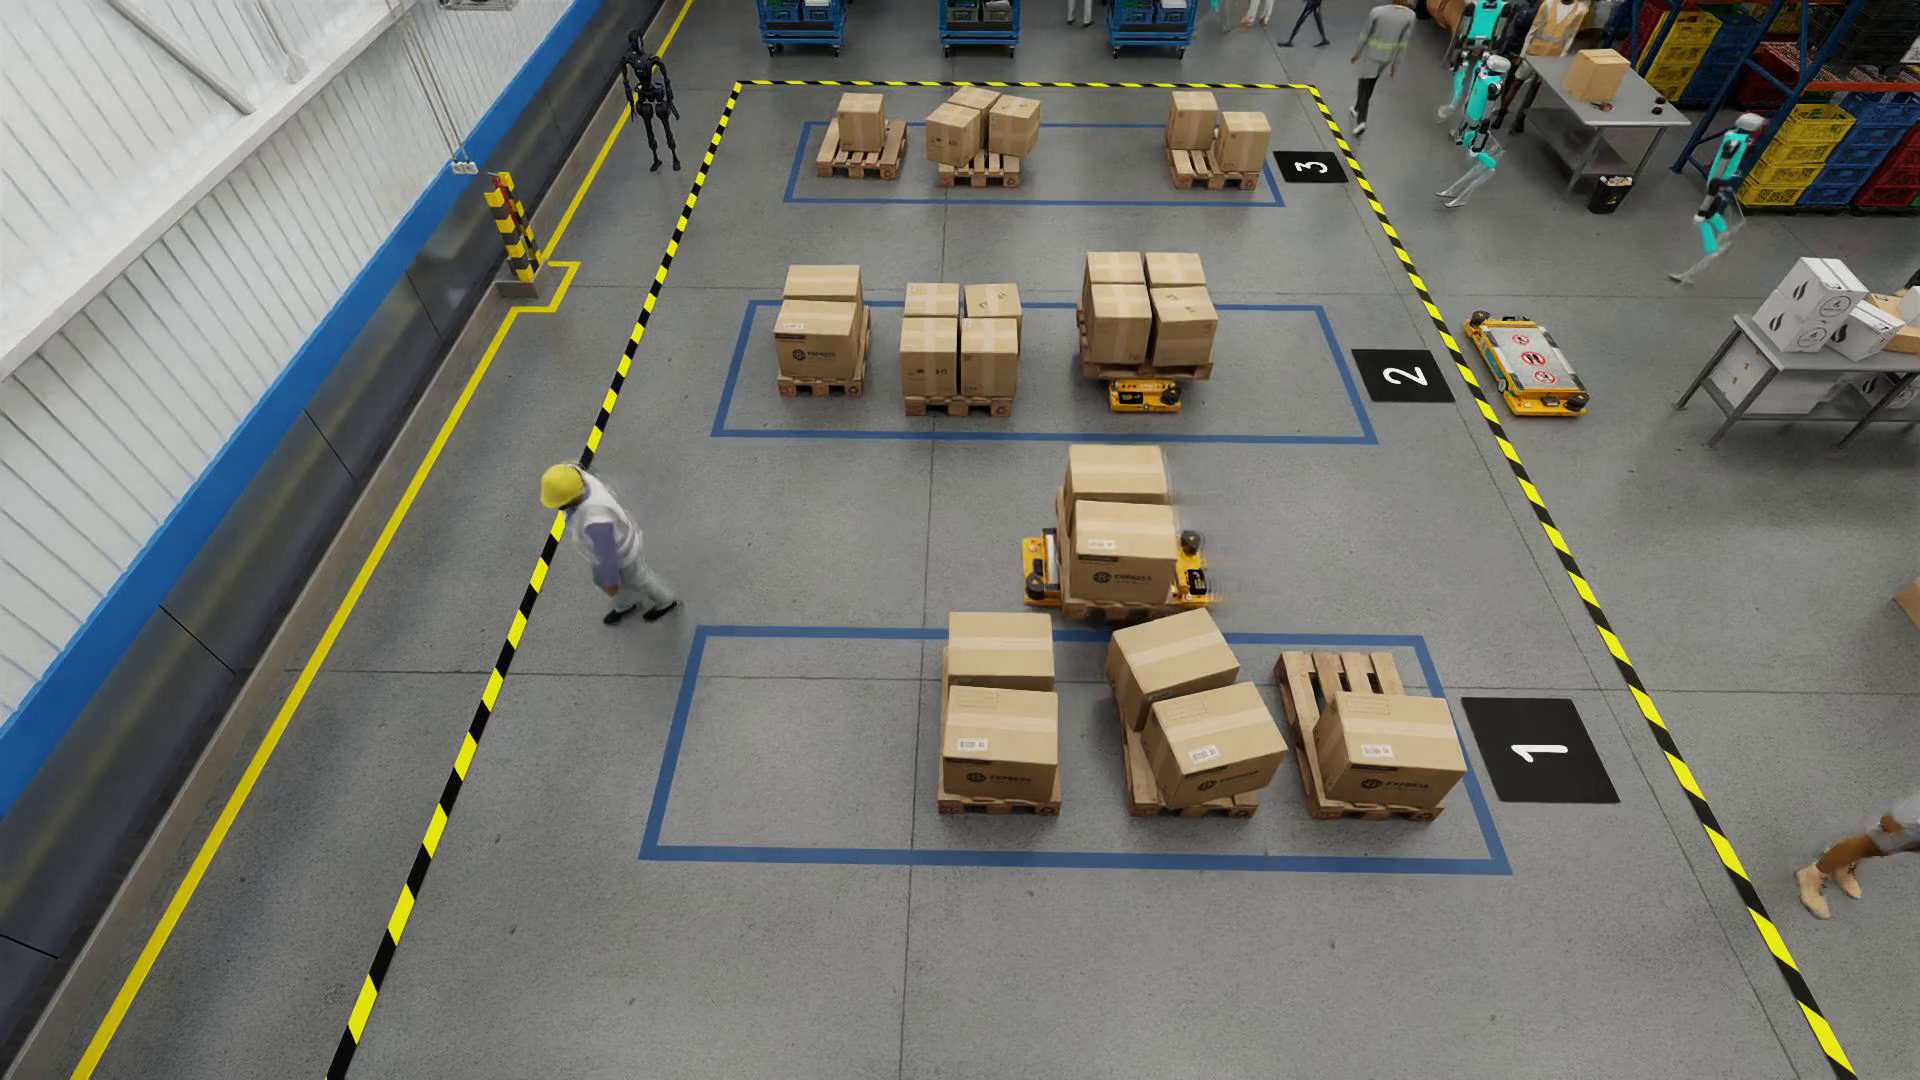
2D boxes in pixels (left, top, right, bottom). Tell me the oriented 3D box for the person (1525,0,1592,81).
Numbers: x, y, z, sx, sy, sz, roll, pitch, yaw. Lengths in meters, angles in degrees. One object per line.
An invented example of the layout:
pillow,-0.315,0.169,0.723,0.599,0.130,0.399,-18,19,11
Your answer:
person,8.630,-7.493,13.080,0.924,1.681,0.498,-13,50,-11

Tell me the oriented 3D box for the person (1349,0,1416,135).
person,5.468,-6.298,11.962,0.586,1.819,0.905,1,49,1

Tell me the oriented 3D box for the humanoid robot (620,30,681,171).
humanoid robot,-3.769,-5.360,11.231,0.599,1.657,0.315,-1,49,-1

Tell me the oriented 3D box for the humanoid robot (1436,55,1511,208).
humanoid robot,6.042,-4.652,10.499,0.735,1.677,0.533,0,49,0

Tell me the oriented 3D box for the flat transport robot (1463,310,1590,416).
flat transport robot,5.573,-1.757,9.054,0.659,0.231,1.431,1,49,1

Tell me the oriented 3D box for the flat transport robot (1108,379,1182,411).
flat transport robot,1.773,-1.823,9.093,0.652,0.197,1.431,1,49,1

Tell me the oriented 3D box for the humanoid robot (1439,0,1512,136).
humanoid robot,6.614,-6.082,11.842,0.563,1.741,1.005,10,50,9

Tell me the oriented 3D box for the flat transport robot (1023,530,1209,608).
flat transport robot,1.228,0.215,7.329,1.431,0.197,0.652,1,49,1

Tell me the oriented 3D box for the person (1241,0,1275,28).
person,4.825,-9.054,14.329,0.633,1.841,0.429,-10,50,-9

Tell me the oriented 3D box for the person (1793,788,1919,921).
person,5.482,1.510,5.068,0.610,2.042,0.636,1,49,1

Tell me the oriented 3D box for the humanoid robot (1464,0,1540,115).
humanoid robot,7.376,-6.495,12.247,0.658,1.637,0.588,-22,53,-18

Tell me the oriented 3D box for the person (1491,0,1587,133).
person,7.559,-6.291,11.880,0.545,1.929,0.381,19,52,16

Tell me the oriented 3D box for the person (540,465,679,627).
person,-2.476,0.065,6.469,0.672,1.788,0.609,-29,55,-23

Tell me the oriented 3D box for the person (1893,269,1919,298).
person,10.341,-3.174,9.247,0.337,1.837,0.504,-31,56,-24

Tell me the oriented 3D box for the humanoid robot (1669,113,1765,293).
humanoid robot,7.984,-3.436,9.564,0.797,1.805,0.543,34,57,26

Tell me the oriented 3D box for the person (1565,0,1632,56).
person,9.267,-7.770,13.115,0.684,1.992,0.939,-5,49,-4

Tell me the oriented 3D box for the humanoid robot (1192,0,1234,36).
humanoid robot,4.043,-8.637,14.070,0.907,1.805,0.547,7,50,6

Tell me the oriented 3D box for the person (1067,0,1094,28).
person,1.965,-9.051,14.334,0.562,1.831,0.413,27,54,22

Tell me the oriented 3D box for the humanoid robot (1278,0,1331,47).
humanoid robot,5.402,-8.264,13.795,0.782,1.624,0.601,11,50,9
